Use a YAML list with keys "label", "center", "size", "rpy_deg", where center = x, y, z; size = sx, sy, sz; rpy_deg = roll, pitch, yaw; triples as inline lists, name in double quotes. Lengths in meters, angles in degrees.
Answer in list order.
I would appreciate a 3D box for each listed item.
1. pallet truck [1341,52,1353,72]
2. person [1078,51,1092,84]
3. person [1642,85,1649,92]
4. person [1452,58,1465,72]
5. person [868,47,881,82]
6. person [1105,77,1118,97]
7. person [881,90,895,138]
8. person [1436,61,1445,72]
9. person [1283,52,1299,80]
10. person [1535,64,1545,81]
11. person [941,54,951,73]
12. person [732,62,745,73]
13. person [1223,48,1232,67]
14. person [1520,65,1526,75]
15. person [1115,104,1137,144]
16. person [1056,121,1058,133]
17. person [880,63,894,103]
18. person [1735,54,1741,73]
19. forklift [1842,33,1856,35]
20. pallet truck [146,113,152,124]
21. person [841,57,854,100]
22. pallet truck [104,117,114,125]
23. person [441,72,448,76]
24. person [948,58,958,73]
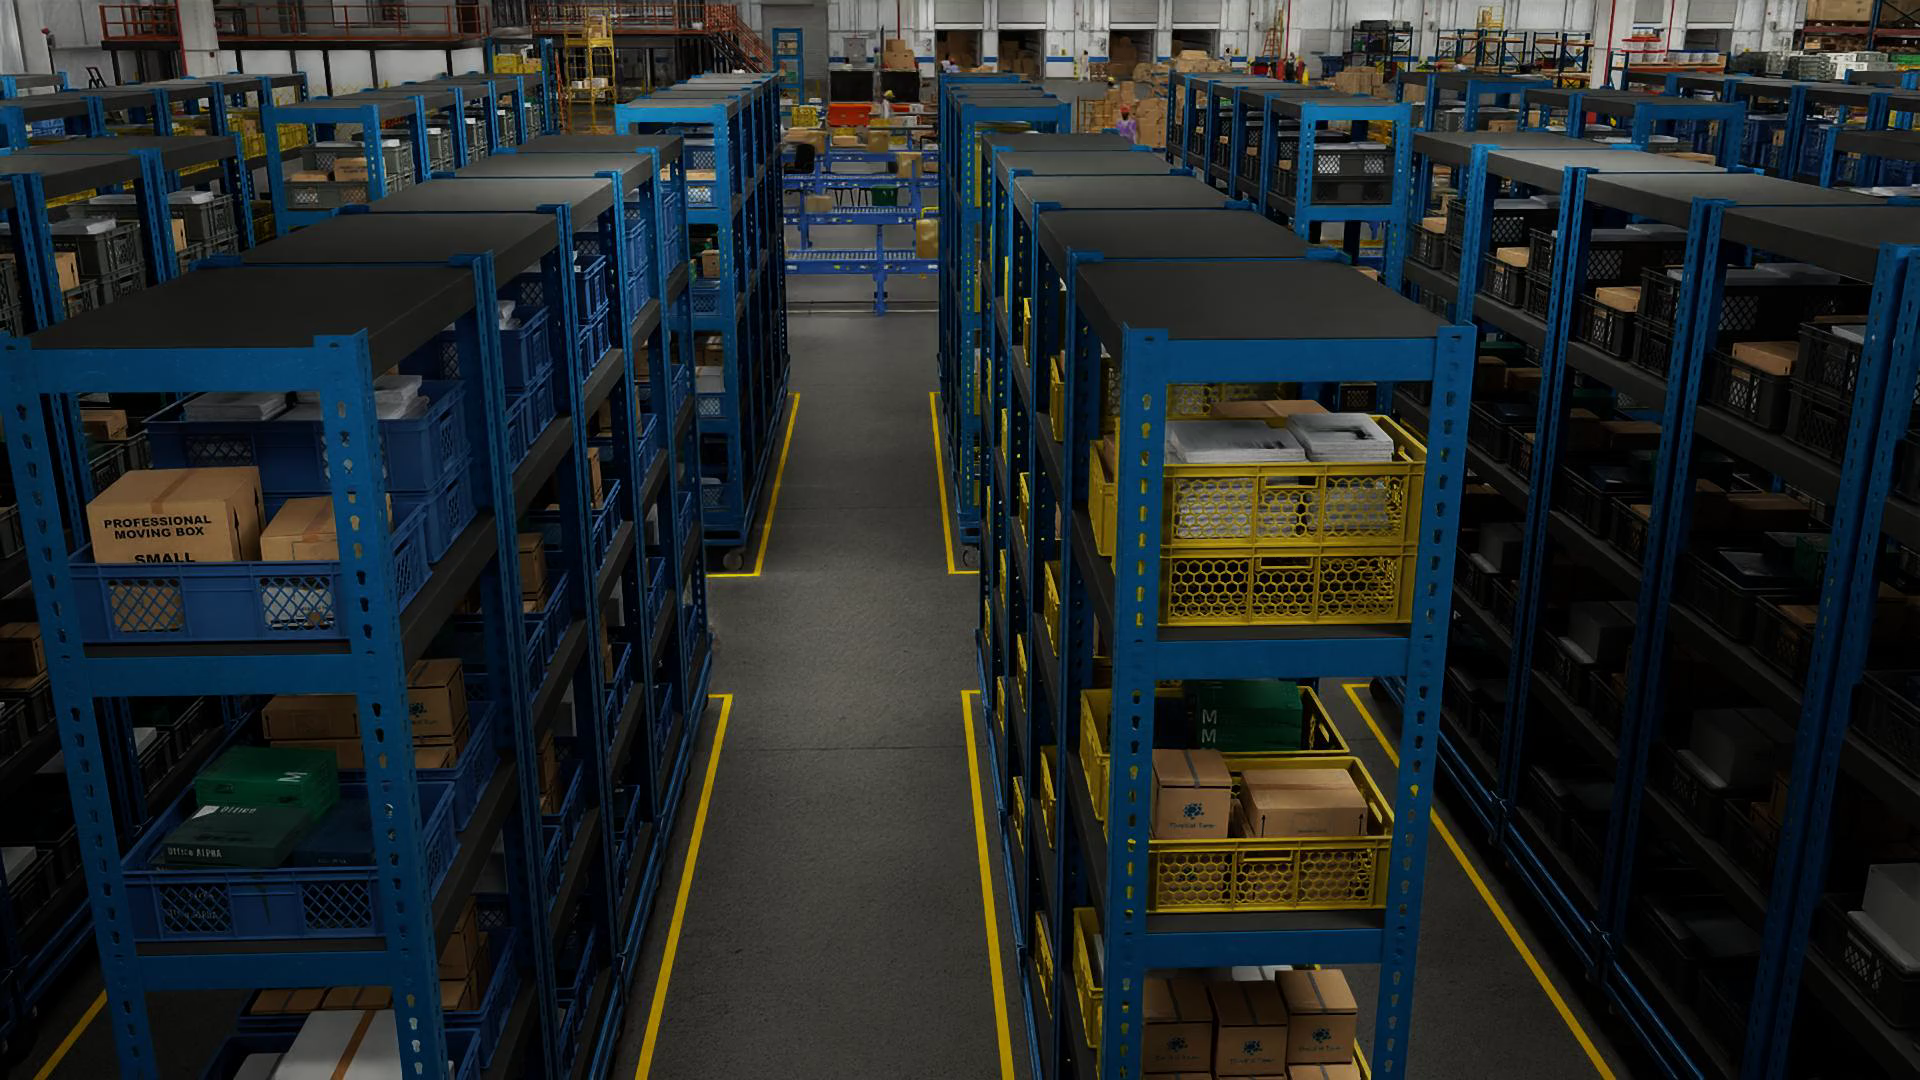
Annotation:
- label: "pallet truck"
  center: [18.794, -23.123, 82.231]
  size: [0.823, 1.965, 1.885]
  rpy_deg: [-13, 22, -35]
- label: "person"
  center: [6.848, -25.933, 91.257]
  size: [0.641, 1.798, 0.950]
  rpy_deg: [16, 24, 41]
- label: "person"
  center: [23.131, -14.612, 56.502]
  size: [0.782, 1.602, 0.545]
  rpy_deg: [1, 18, 2]
- label: "person"
  center: [23.012, -21.348, 76.956]
  size: [0.587, 1.867, 0.523]
  rpy_deg: [-6, 19, -19]
- label: "person"
  center: [-4.760, -26.659, 93.328]
  size: [0.936, 1.895, 0.609]
  rpy_deg: [-13, 22, -34]
- label: "person"
  center: [5.549, -16.054, 60.791]
  size: [0.485, 1.725, 0.698]
  rpy_deg: [6, 19, 19]
- label: "person"
  center: [-2.228, -12.564, 49.872]
  size: [0.611, 1.800, 0.638]
  rpy_deg: [-2, 18, -6]
- label: "person"
  center: [20.377, -19.372, 70.749]
  size: [0.589, 1.912, 0.557]
  rpy_deg: [9, 20, 25]
- label: "person"
  center: [16.231, -22.924, 81.547]
  size: [0.682, 2.000, 0.978]
  rpy_deg: [13, 22, 34]
- label: "person"
  center: [24.108, -18.864, 69.281]
  size: [0.528, 1.860, 0.333]
  rpy_deg: [-9, 20, -25]
- label: "person"
  center: [-0.640, -23.004, 82.032]
  size: [0.625, 1.884, 0.869]
  rpy_deg: [-1, 18, -2]
- label: "person"
  center: [-9.432, -19.381, 70.834]
  size: [0.585, 1.882, 0.337]
  rpy_deg: [0, 18, 0]
- label: "person"
  center: [15.034, -26.685, 93.472]
  size: [0.508, 1.865, 0.328]
  rpy_deg: [6, 19, 18]
- label: "person"
  center: [22.563, -18.054, 66.676]
  size: [0.988, 1.923, 0.618]
  rpy_deg: [2, 18, 6]
- label: "person"
  center: [4.089, -9.763, 41.003]
  size: [0.547, 1.922, 0.687]
  rpy_deg: [5, 18, 14]
- label: "person"
  center: [2.214, -8.866, 38.074]
  size: [0.581, 2.048, 0.619]
  rpy_deg: [-3, 18, -10]
- label: "person"
  center: [-2.989, -18.559, 68.201]
  size: [0.617, 1.937, 1.039]
  rpy_deg: [-15, 23, -39]
- label: "person"
  center: [38.288, -22.929, 81.790]
  size: [0.729, 1.901, 0.650]
  rpy_deg: [-8, 20, -24]
- label: "forklift"
  center: [45.972, -24.928, 86.404]
  size: [1.873, 2.768, 1.129]
  rpy_deg: [1, 18, 4]
- label: "pallet truck"
  center: [-18.087, -8.309, 36.390]
  size: [1.885, 1.965, 0.823]
  rpy_deg: [-1, 18, -4]
- label: "person"
  center: [-5.216, -21.347, 76.901]
  size: [0.620, 1.890, 0.729]
  rpy_deg: [-3, 18, -8]
- label: "pallet truck"
  center: [-18.367, -7.885, 35.078]
  size: [1.885, 1.965, 0.823]
  rpy_deg: [1, 18, 2]
- label: "person"
  center: [-19.134, -16.558, 62.214]
  size: [0.872, 1.809, 0.531]
  rpy_deg: [-1, 18, -4]
- label: "person"
  center: [-0.304, -20.983, 75.815]
  size: [0.579, 1.889, 0.921]
  rpy_deg: [-13, 22, -34]
